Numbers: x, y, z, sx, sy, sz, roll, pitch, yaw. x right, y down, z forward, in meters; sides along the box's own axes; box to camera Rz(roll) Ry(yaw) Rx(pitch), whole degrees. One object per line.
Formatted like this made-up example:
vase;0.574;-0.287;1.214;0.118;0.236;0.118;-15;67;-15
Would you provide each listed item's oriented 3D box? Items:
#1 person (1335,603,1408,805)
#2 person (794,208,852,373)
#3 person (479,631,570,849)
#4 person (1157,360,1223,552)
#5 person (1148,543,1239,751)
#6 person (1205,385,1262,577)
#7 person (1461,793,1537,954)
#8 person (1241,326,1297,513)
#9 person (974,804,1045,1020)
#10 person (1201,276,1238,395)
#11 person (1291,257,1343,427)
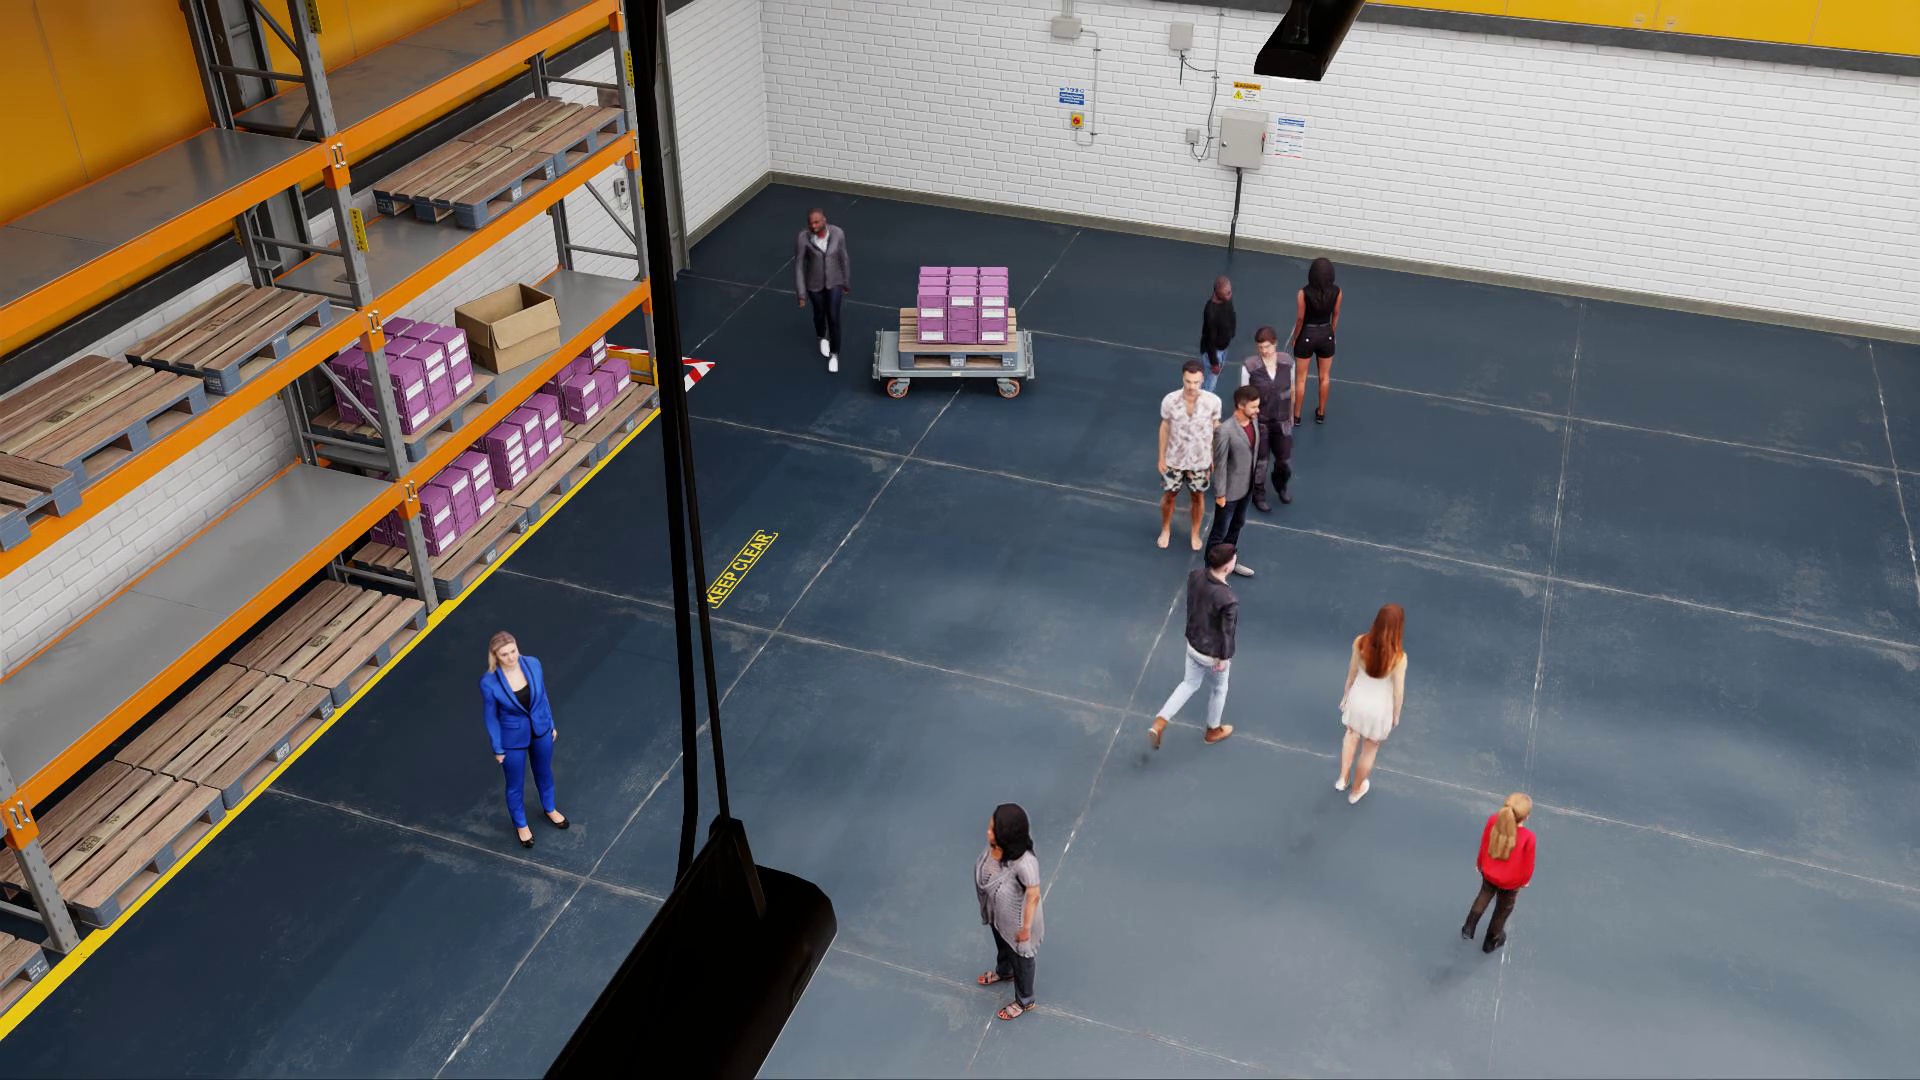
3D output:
person;2.811;1.190;11.541;0.663;1.697;0.715;22;39;29
person;-1.407;-2.683;17.299;1.026;1.772;1.192;-6;34;-10
person;-2.983;1.328;11.329;0.651;1.701;0.770;-27;42;-34
person;1.965;-0.752;14.360;0.722;1.810;0.652;3;34;5
person;1.730;0.802;12.018;1.126;1.815;0.982;-22;40;-30
person;2.283;-0.455;13.856;0.823;1.874;0.676;26;41;33
person;3.396;2.132;10.506;0.683;1.272;0.612;-26;42;-34
person;2.708;-1.100;14.871;0.817;1.823;0.784;-12;35;-17
person;0.318;2.213;10.080;0.830;1.609;0.769;-14;36;-20
person;2.461;-1.856;16.108;0.834;1.715;0.521;7;34;11
person;3.452;-1.932;16.196;0.680;1.743;0.675;-4;34;-6
